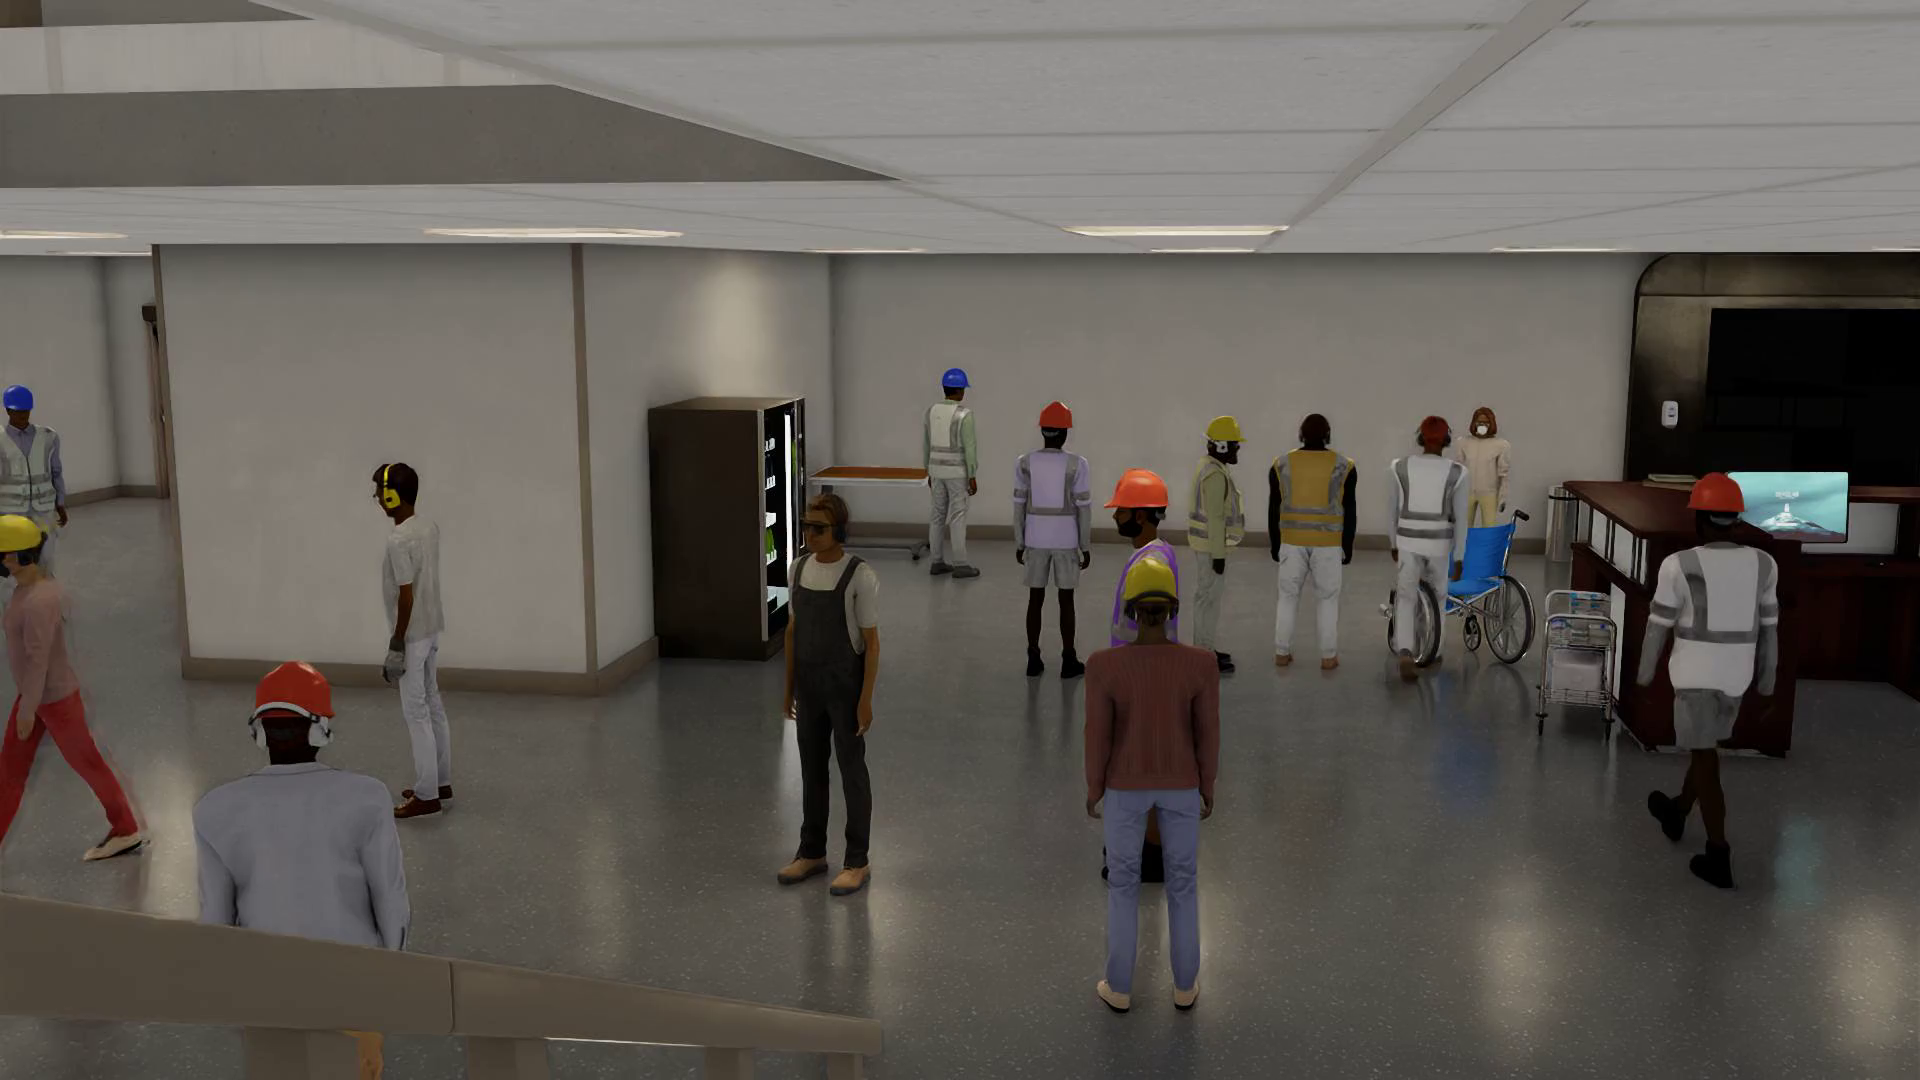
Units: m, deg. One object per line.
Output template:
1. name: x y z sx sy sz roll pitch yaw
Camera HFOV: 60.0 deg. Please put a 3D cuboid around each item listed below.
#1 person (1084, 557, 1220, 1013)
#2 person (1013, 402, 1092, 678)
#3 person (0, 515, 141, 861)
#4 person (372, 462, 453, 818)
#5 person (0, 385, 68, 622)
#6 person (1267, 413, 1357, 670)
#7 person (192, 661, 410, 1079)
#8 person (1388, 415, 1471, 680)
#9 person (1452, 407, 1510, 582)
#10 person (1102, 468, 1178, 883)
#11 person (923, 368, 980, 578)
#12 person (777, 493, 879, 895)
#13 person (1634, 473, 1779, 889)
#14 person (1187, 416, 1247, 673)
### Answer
1. person: 0.730 0.943 6.380 0.524 1.768 0.311 0 9 -2
2. person: 0.653 0.002 11.648 0.552 1.936 0.360 3 10 16
3. person: -4.368 0.731 7.813 0.923 1.708 0.540 -8 12 -40
4. person: -2.868 0.521 8.675 0.327 1.865 0.521 0 9 2
5. person: -7.460 -0.266 13.277 0.409 1.943 0.615 9 13 44
6. person: 2.518 0.011 11.937 0.625 1.836 0.431 3 10 18
7. person: -1.866 1.210 4.792 0.560 1.742 0.340 -2 9 -11
8. person: 3.252 0.051 11.628 0.558 1.852 0.877 3 10 19
9. person: 4.708 -0.393 15.063 0.504 1.627 0.285 6 11 31
10. person: 0.836 0.631 7.765 0.359 1.938 0.547 1 9 8
11. person: -0.072 -0.622 15.462 0.615 1.945 0.404 8 12 41
12. person: -0.604 0.697 7.641 0.506 1.846 0.345 5 11 30
13. person: 3.511 0.622 7.951 0.574 1.892 0.948 -1 9 -5
14. person: 1.825 0.028 11.854 0.404 1.825 0.596 1 9 3
